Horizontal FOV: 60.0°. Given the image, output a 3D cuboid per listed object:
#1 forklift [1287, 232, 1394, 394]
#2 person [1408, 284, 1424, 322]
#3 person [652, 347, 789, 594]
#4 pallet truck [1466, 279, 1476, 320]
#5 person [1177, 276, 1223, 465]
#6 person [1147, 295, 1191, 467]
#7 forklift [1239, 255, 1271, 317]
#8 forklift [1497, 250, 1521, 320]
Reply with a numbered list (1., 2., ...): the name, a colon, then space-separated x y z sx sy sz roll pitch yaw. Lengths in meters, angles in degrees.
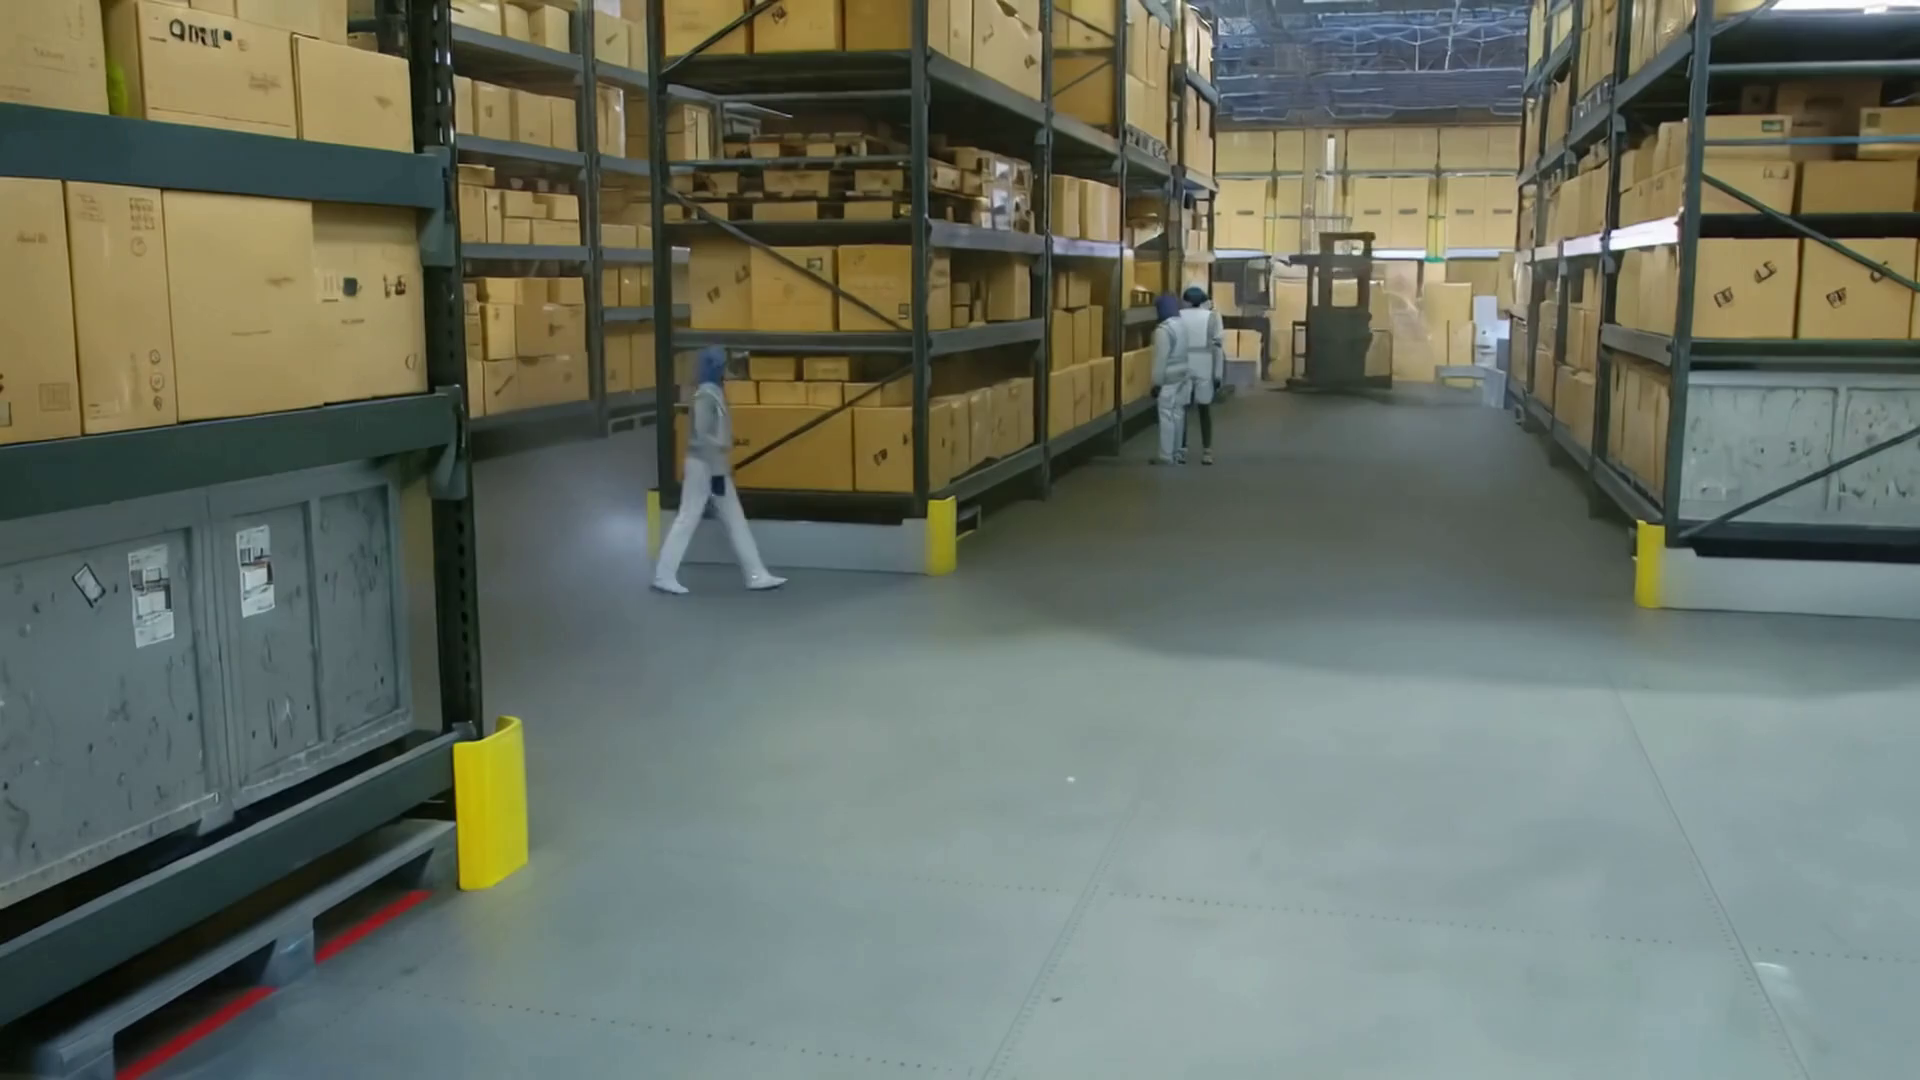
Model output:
1. forklift: 6.786 -4.023 29.333 1.129 2.768 1.873 8 12 42
2. person: 11.427 -5.407 41.271 0.674 1.887 0.608 8 12 42
3. person: -1.580 -0.436 10.629 0.876 1.588 0.543 1 9 4
4. pallet truck: 18.896 -8.459 60.307 1.885 1.965 0.823 5 10 31
5. person: 2.525 -1.824 18.013 0.614 2.041 0.393 1 9 4
6. person: 2.235 -1.698 17.862 0.430 1.841 0.624 7 11 39
7. forklift: 10.342 -8.540 58.027 1.129 2.768 1.873 2 9 15
8. forklift: 16.010 -6.928 47.789 1.129 2.768 1.873 2 9 15
